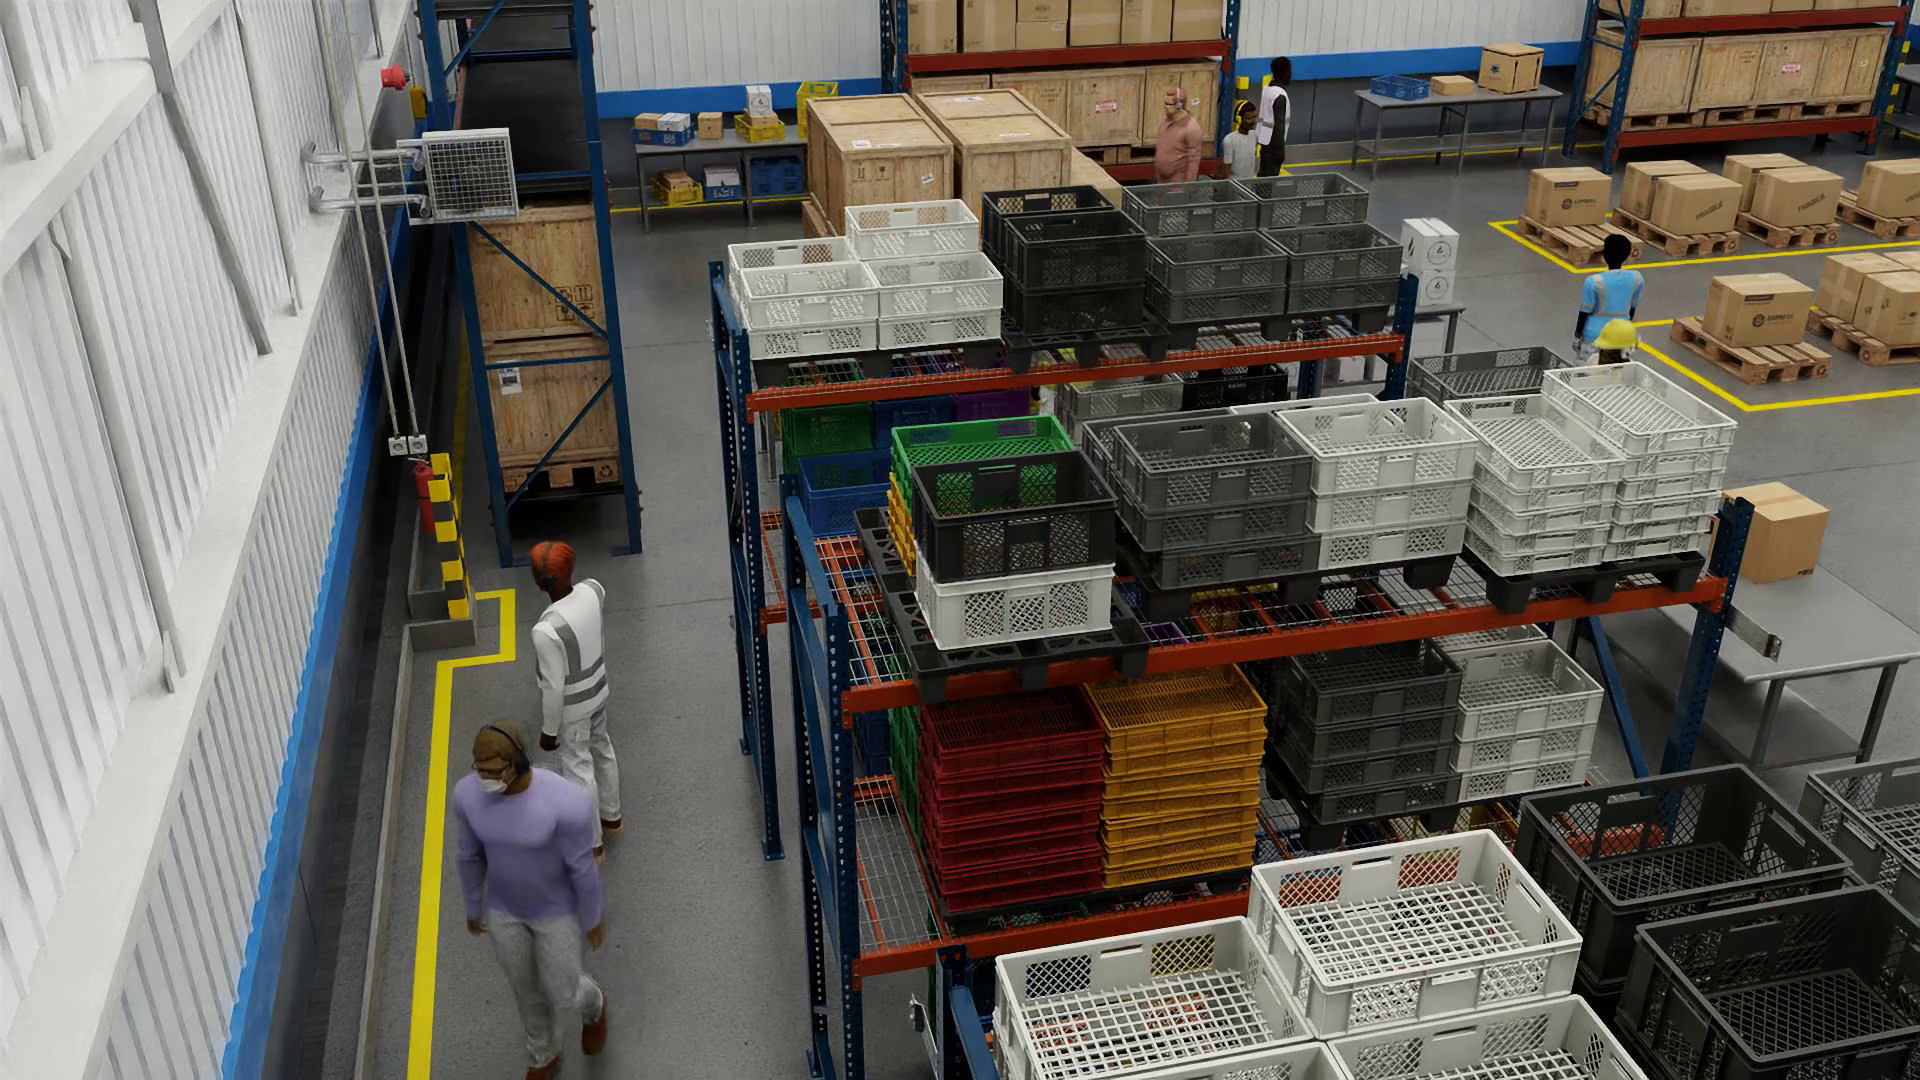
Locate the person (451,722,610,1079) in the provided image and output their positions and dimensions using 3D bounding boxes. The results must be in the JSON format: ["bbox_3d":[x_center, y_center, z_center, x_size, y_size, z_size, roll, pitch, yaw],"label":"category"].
[{"bbox_3d":[-1.849,1.593,7.227,0.666,1.932,0.493,7,29,14],"label":"person"}]

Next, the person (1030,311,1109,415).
[{"bbox_3d":[0.821,-1.205,12.646,0.619,1.836,0.431,5,28,9],"label":"person"}]

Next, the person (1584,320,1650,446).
[{"bbox_3d":[4.485,-0.674,11.638,0.415,1.831,0.645,-10,29,-17],"label":"person"}]

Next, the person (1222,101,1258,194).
[{"bbox_3d":[2.872,-3.563,17.075,0.328,1.872,0.515,25,37,39],"label":"person"}]

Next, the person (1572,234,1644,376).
[{"bbox_3d":[5.304,-1.692,13.715,0.535,1.694,0.319,-5,28,-10],"label":"person"}]

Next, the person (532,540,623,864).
[{"bbox_3d":[-2.022,0.843,8.703,0.355,1.883,0.576,7,29,14],"label":"person"}]

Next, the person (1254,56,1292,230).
[{"bbox_3d":[3.520,-4.473,18.747,0.391,1.922,0.593,-4,28,-7],"label":"person"}]

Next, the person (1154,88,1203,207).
[{"bbox_3d":[2.233,-3.775,17.443,0.400,1.905,0.643,-13,30,-23],"label":"person"}]
